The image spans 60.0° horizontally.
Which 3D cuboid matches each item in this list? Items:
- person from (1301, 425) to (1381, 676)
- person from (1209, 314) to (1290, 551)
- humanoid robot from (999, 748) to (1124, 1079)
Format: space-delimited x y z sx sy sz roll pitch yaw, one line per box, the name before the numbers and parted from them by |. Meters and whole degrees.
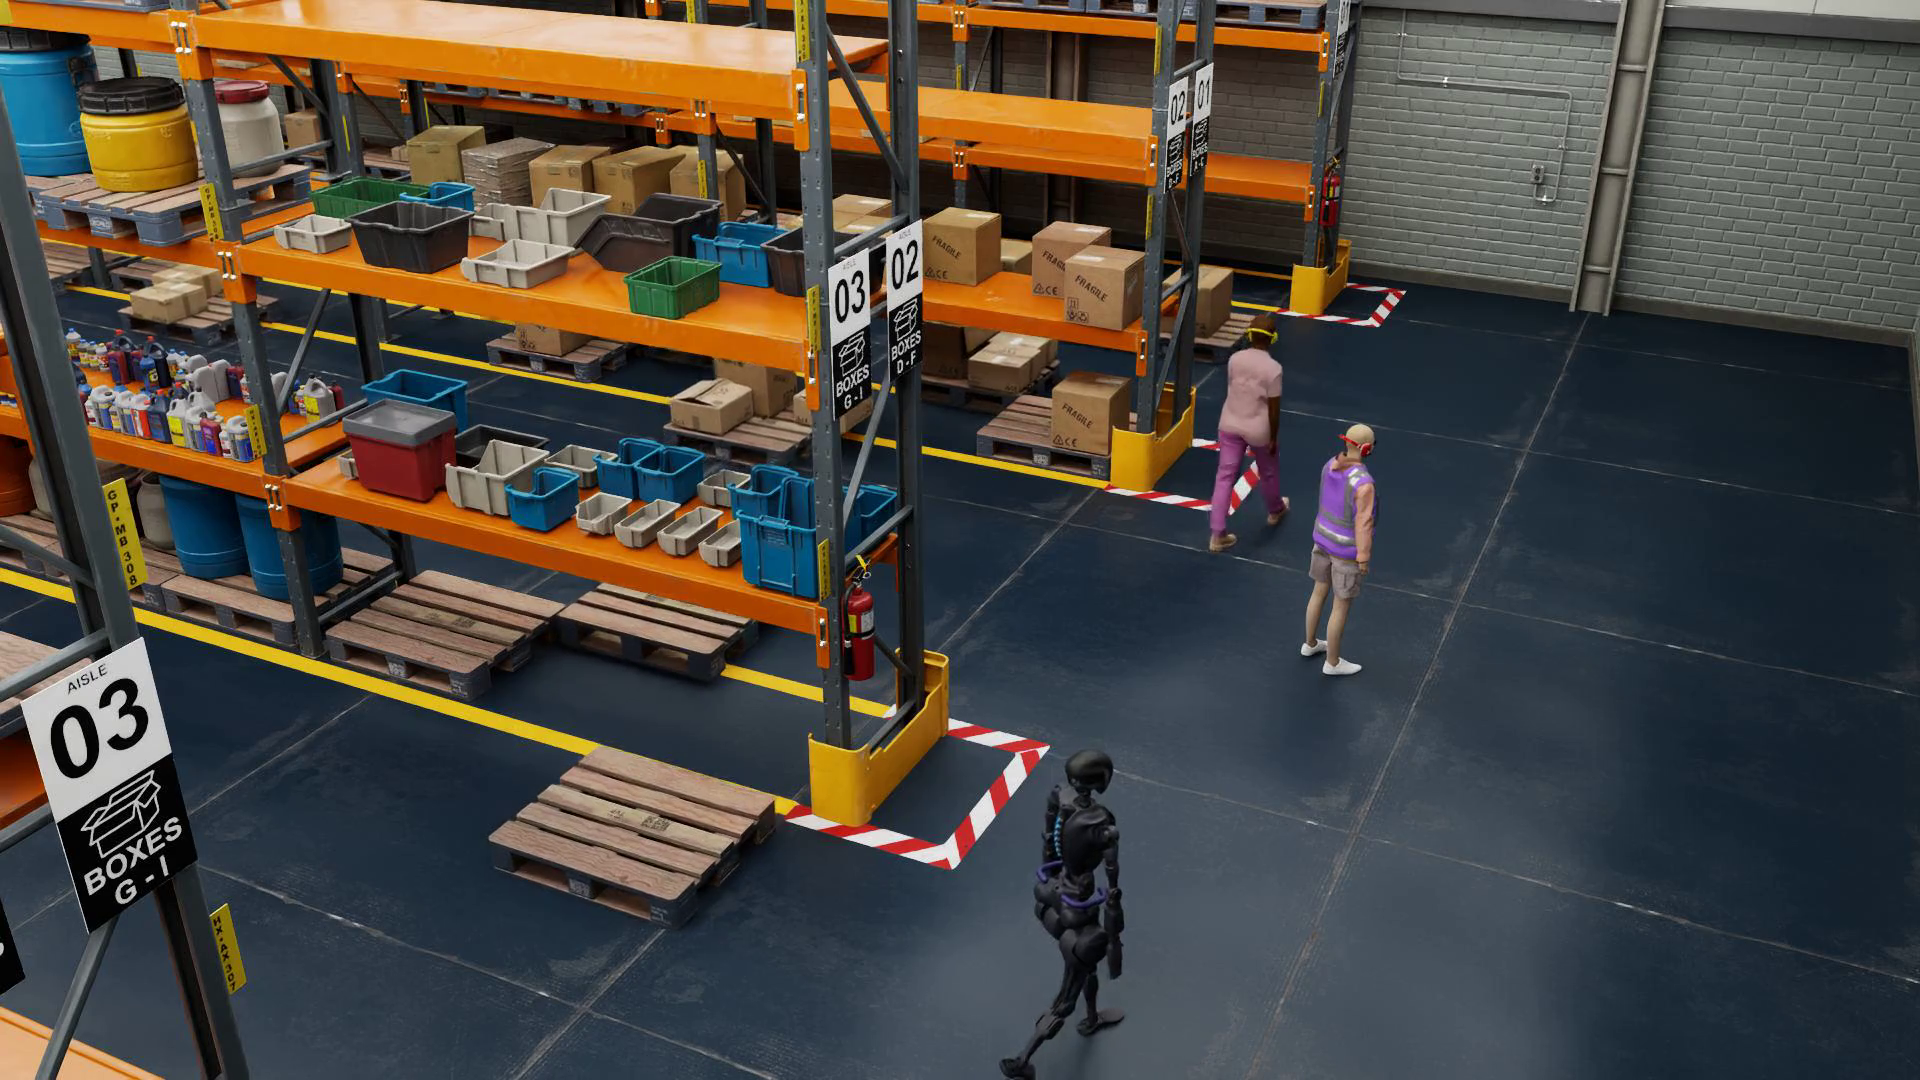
person | 2.431 0.058 10.588 0.350 1.688 0.488 -11 28 -21
person | 2.177 -0.821 12.304 0.483 1.735 0.970 17 31 30
humanoid robot | 0.468 1.657 7.414 0.763 1.634 0.593 -15 30 -28
